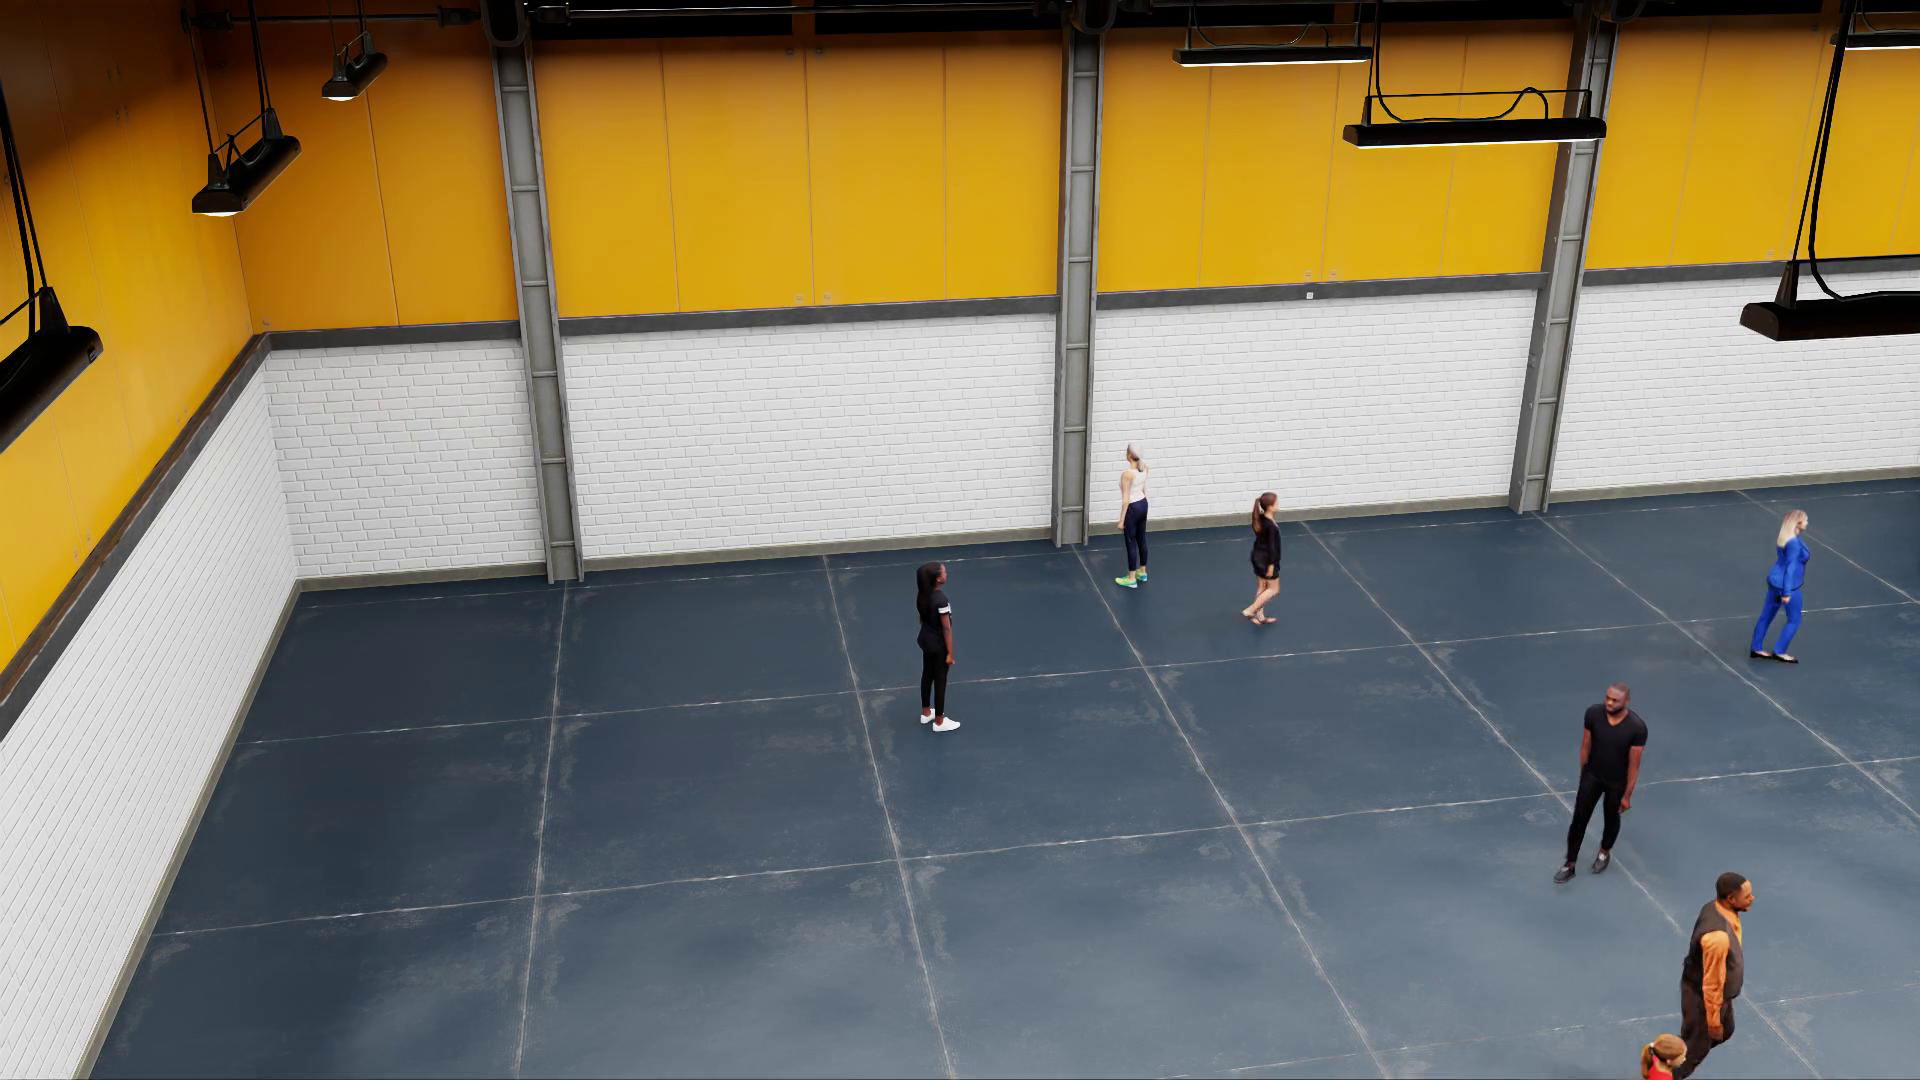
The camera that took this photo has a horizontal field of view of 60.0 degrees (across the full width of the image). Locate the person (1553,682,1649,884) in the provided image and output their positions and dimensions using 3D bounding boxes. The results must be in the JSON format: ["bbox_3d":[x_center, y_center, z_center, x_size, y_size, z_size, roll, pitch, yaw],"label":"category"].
[{"bbox_3d":[5.350,1.941,13.629,1.028,1.791,1.118,18,29,35],"label":"person"}]

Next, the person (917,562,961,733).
[{"bbox_3d":[-0.230,0.997,15.866,0.705,1.729,0.700,-15,28,-31],"label":"person"}]

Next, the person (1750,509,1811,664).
[{"bbox_3d":[8.367,0.476,17.106,0.780,1.691,0.749,4,24,9],"label":"person"}]

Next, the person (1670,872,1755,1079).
[{"bbox_3d":[4.858,3.002,11.071,0.913,1.897,0.859,13,27,27],"label":"person"}]

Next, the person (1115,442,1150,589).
[{"bbox_3d":[1.982,-0.299,18.866,0.750,1.700,0.667,20,30,37],"label":"person"}]

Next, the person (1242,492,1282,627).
[{"bbox_3d":[3.209,0.215,17.880,0.687,1.548,0.572,-7,24,-15],"label":"person"}]

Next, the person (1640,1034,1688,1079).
[{"bbox_3d":[4.255,3.622,10.406,0.782,1.292,0.638,4,24,9],"label":"person"}]
